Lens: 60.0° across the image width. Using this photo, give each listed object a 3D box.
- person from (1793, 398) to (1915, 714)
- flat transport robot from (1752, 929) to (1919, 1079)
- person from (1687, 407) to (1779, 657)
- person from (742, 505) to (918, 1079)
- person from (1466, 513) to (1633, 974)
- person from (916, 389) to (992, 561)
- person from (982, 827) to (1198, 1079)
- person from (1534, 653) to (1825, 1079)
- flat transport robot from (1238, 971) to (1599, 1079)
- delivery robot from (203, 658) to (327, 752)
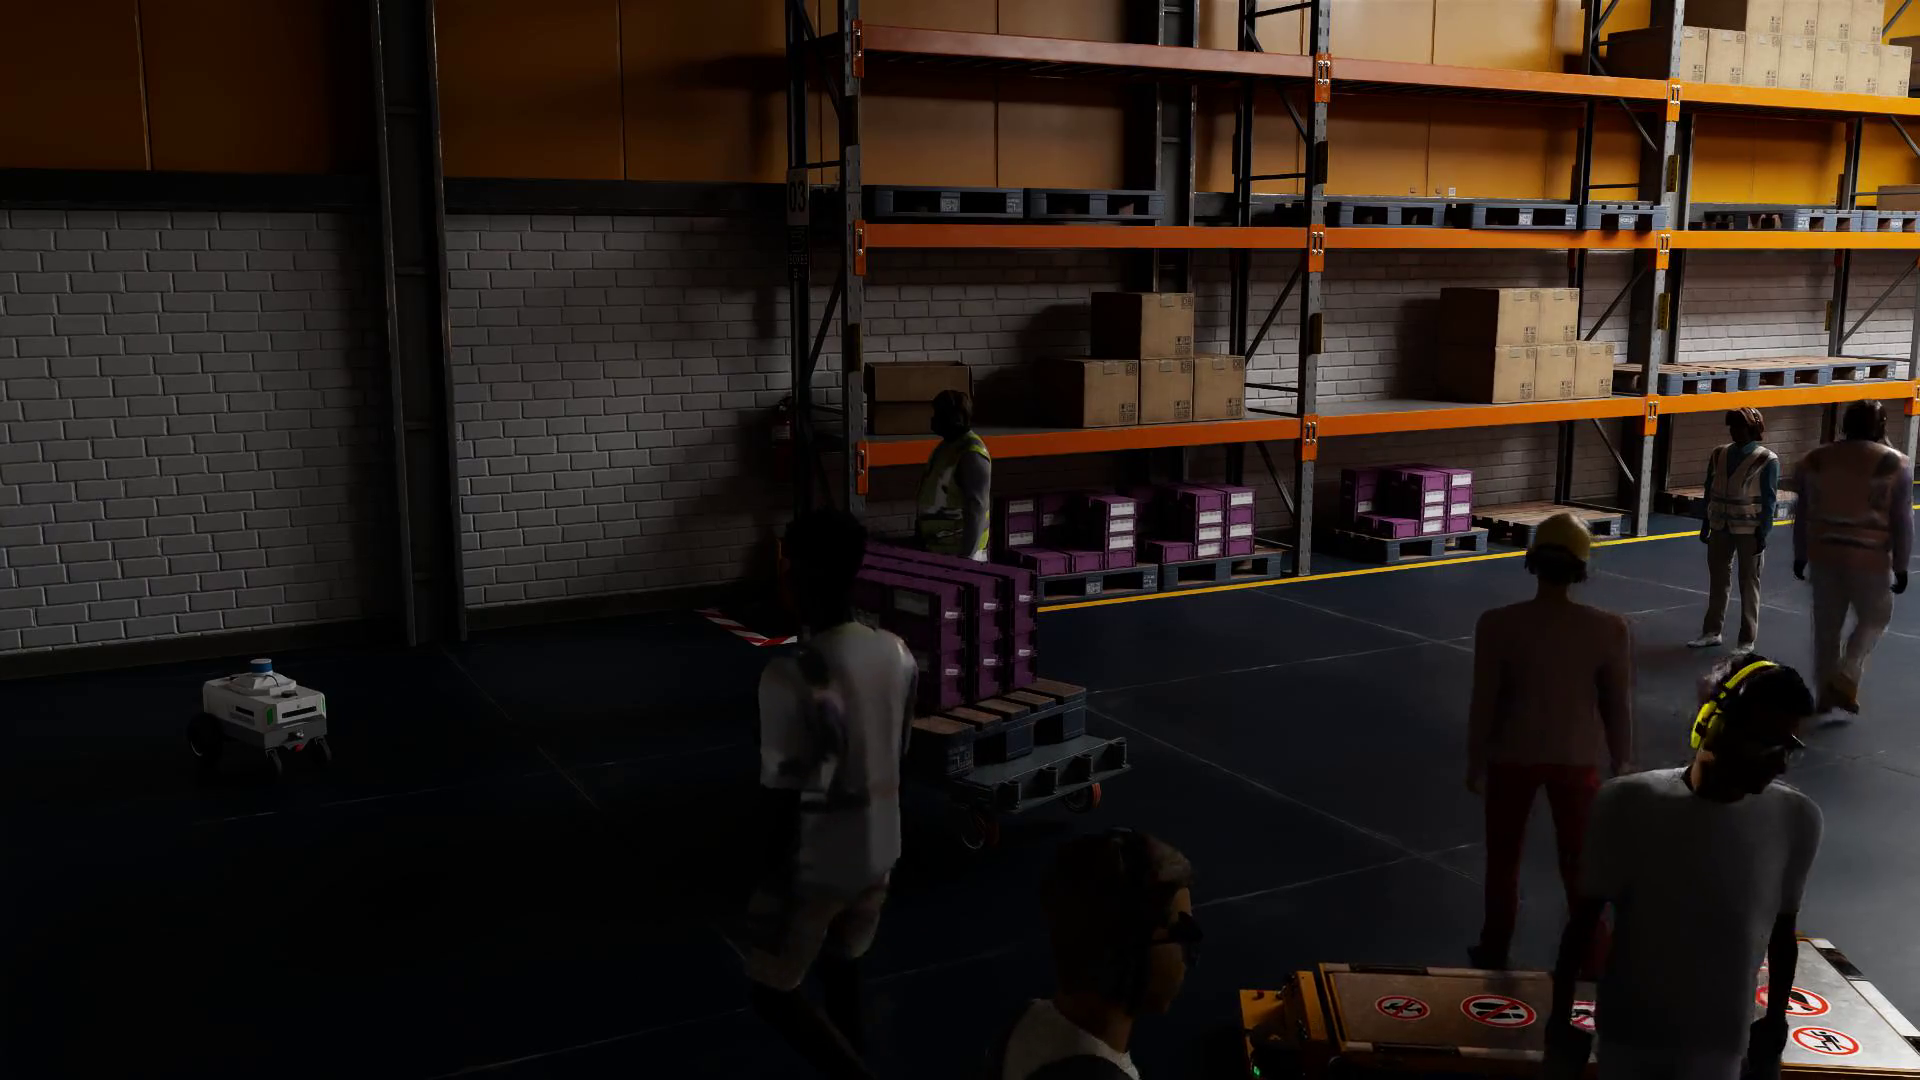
[{"bbox_3d":[5.058,0.106,9.457,0.462,1.824,0.657,-9,13,-42],"label":"person"},{"bbox_3d":[2.692,1.571,5.488,0.652,0.197,1.431,1,10,6],"label":"flat transport robot"},{"bbox_3d":[5.107,-0.060,10.943,0.307,1.641,0.511,-6,11,-29],"label":"person"},{"bbox_3d":[-0.339,0.877,4.636,0.563,1.952,0.637,6,12,32],"label":"person"},{"bbox_3d":[2.070,0.786,5.817,0.546,1.744,0.680,1,10,7],"label":"person"},{"bbox_3d":[-0.044,0.033,9.829,0.429,1.845,0.621,-3,10,-17],"label":"person"},{"bbox_3d":[0.094,1.326,2.459,0.656,1.819,0.549,-3,10,-14],"label":"person"},{"bbox_3d":[1.585,1.116,3.736,0.582,1.799,1.014,3,10,15],"label":"person"},{"bbox_3d":[1.637,1.598,5.332,1.431,0.197,0.652,1,10,6],"label":"flat transport robot"},{"bbox_3d":[-3.572,0.853,8.539,0.707,0.478,0.477,8,13,39],"label":"delivery robot"}]
